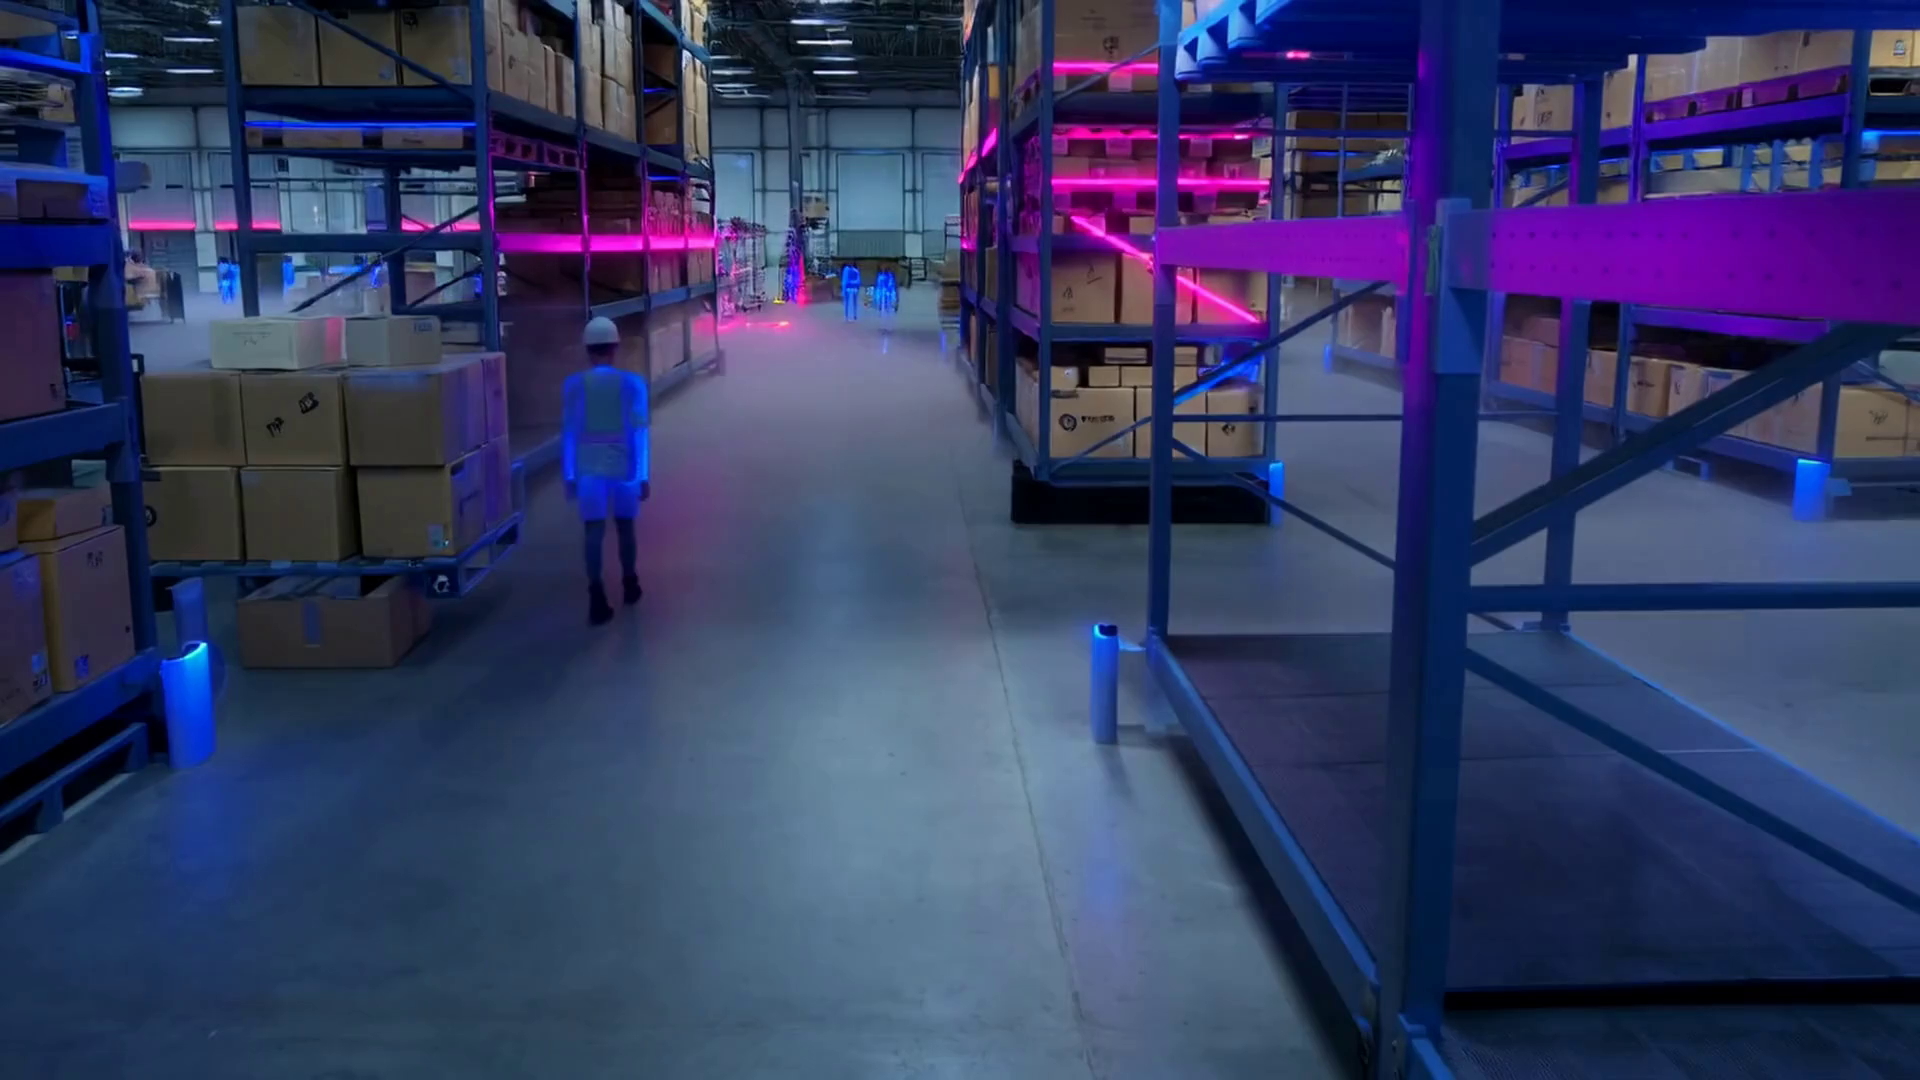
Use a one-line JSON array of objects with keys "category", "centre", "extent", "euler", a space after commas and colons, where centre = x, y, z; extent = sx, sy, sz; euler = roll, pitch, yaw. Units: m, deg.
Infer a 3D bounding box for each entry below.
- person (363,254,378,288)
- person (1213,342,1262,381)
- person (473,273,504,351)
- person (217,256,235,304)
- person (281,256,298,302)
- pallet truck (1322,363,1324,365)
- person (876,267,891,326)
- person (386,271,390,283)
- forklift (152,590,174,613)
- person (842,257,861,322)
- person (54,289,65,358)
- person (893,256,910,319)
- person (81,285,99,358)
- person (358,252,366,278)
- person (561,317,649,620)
[{"category": "person", "centre": [-21.721, -9.614, 61.440], "extent": [0.548, 1.902, 0.959], "euler": [10, 14, 43]}, {"category": "person", "centre": [3.396, -2.158, 20.148], "extent": [0.660, 1.794, 0.939], "euler": [-1, 10, -5]}, {"category": "person", "centre": [-10.132, -5.107, 35.909], "extent": [0.682, 2.000, 1.023], "euler": [0, 10, 0]}, {"category": "person", "centre": [-27.565, -9.752, 62.485], "extent": [0.621, 1.803, 0.958], "euler": [-6, 12, -29]}, {"category": "person", "centre": [-26.137, -10.197, 64.982], "extent": [0.984, 1.789, 0.638], "euler": [1, 10, 7]}, {"category": "pallet truck", "centre": [7.712, -4.157, 30.737], "extent": [1.885, 1.965, 0.823], "euler": [3, 11, 16]}, {"category": "person", "centre": [-2.130, -6.800, 46.456], "extent": [0.310, 1.642, 0.514], "euler": [8, 13, 39]}, {"category": "person", "centre": [-18.783, -8.387, 55.169], "extent": [0.320, 1.690, 0.535], "euler": [7, 13, 35]}, {"category": "forklift", "centre": [-5.858, -0.811, 9.639], "extent": [1.873, 2.768, 1.129], "euler": [-1, 10, -3]}, {"category": "person", "centre": [-3.151, -7.279, 48.449], "extent": [0.585, 1.882, 0.337], "euler": [-5, 11, -25]}, {"category": "person", "centre": [-16.361, -3.887, 29.779], "extent": [0.852, 1.794, 0.613], "euler": [8, 13, 38]}, {"category": "person", "centre": [-1.700, -7.316, 48.570], "extent": [0.590, 1.917, 0.407], "euler": [6, 12, 32]}, {"category": "person", "centre": [-16.507, -4.298, 31.848], "extent": [0.449, 1.884, 0.643], "euler": [5, 11, 26]}, {"category": "person", "centre": [-24.673, -10.905, 68.584], "extent": [0.530, 1.909, 0.590], "euler": [-2, 10, -12]}, {"category": "person", "centre": [-2.237, -0.454, 10.484], "extent": [0.549, 1.887, 1.003], "euler": [-1, 10, -5]}]
